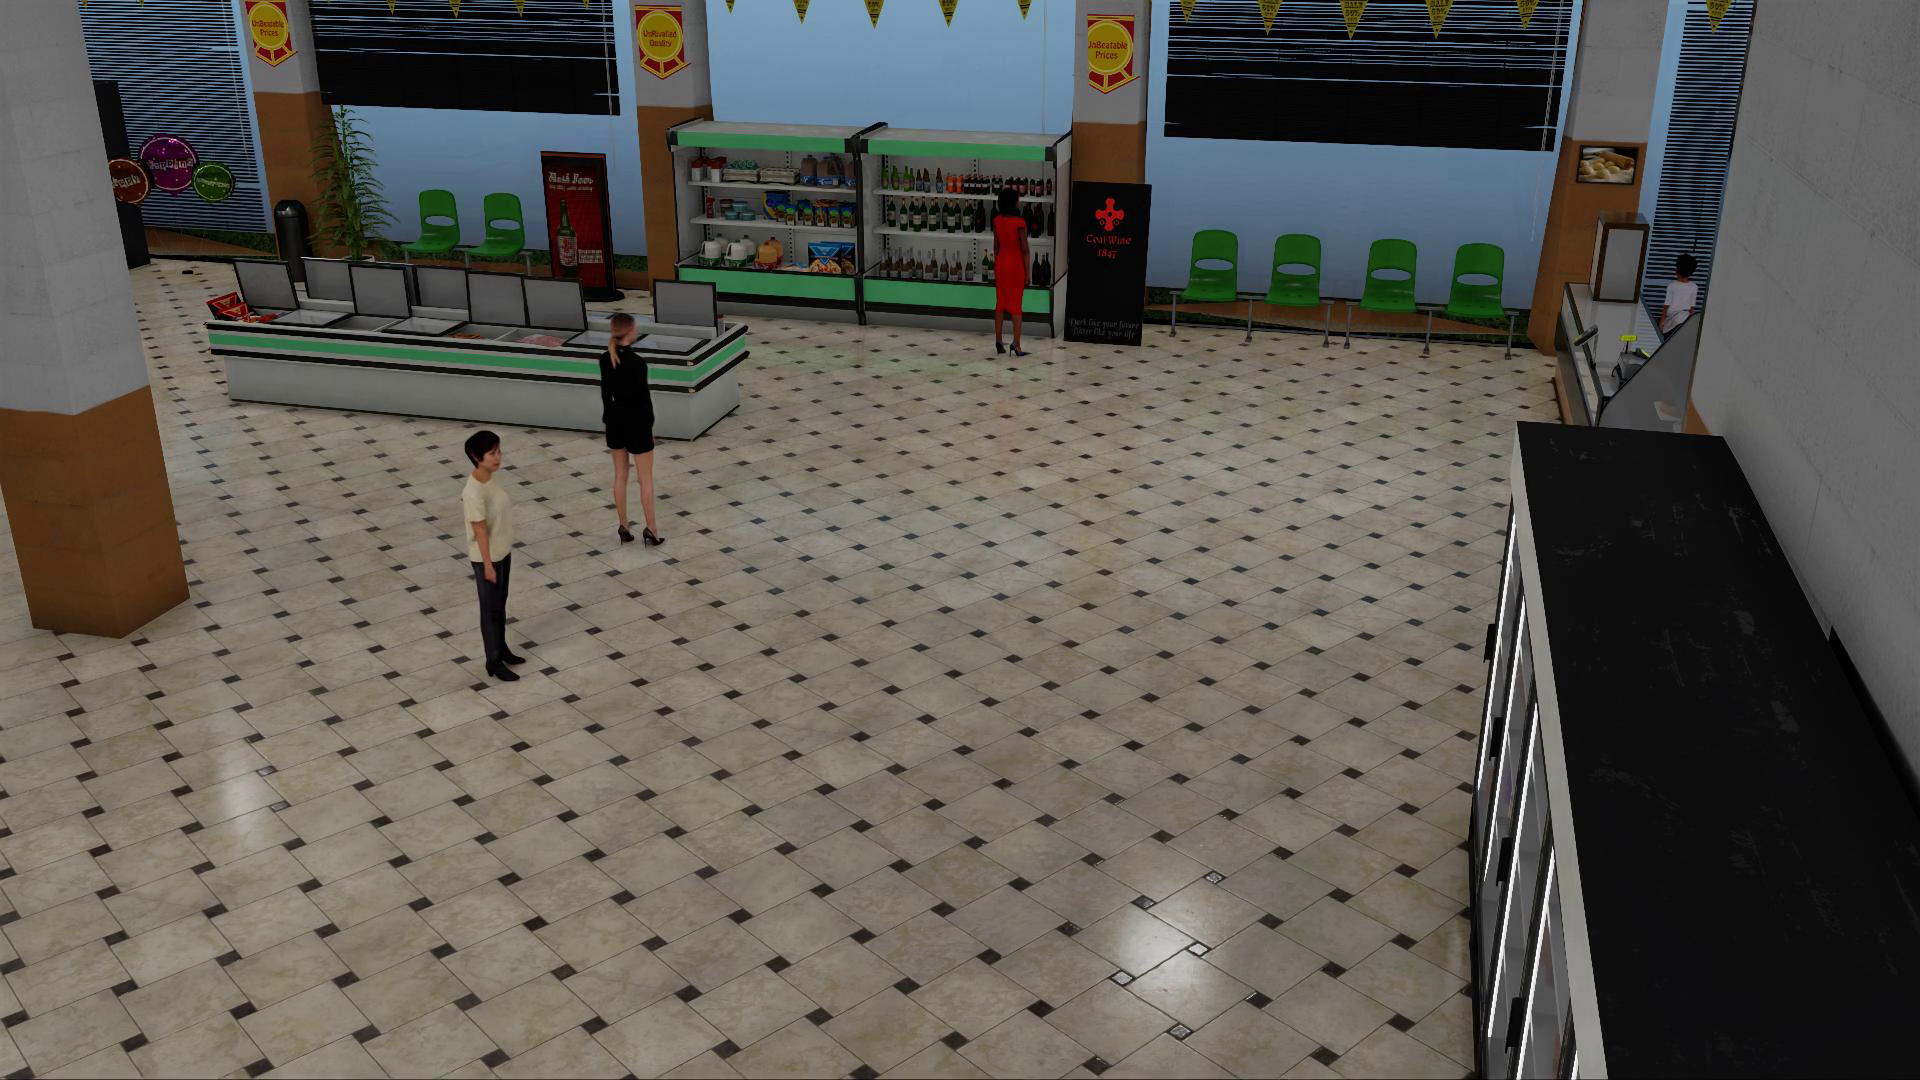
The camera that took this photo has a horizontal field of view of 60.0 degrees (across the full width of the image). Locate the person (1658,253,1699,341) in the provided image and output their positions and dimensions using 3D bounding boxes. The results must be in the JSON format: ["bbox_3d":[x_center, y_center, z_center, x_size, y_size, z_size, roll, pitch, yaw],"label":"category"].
[{"bbox_3d":[7.098,-2.203,16.450,0.519,1.262,0.611,-2,22,-4],"label":"person"}]

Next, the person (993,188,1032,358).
[{"bbox_3d":[0.513,-2.765,17.202,0.542,1.744,0.686,14,26,32],"label":"person"}]

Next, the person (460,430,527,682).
[{"bbox_3d":[-2.907,0.090,10.304,0.570,1.589,0.640,0,22,0],"label":"person"}]

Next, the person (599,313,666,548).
[{"bbox_3d":[-2.442,-0.804,12.290,0.495,1.768,0.652,9,23,20],"label":"person"}]
